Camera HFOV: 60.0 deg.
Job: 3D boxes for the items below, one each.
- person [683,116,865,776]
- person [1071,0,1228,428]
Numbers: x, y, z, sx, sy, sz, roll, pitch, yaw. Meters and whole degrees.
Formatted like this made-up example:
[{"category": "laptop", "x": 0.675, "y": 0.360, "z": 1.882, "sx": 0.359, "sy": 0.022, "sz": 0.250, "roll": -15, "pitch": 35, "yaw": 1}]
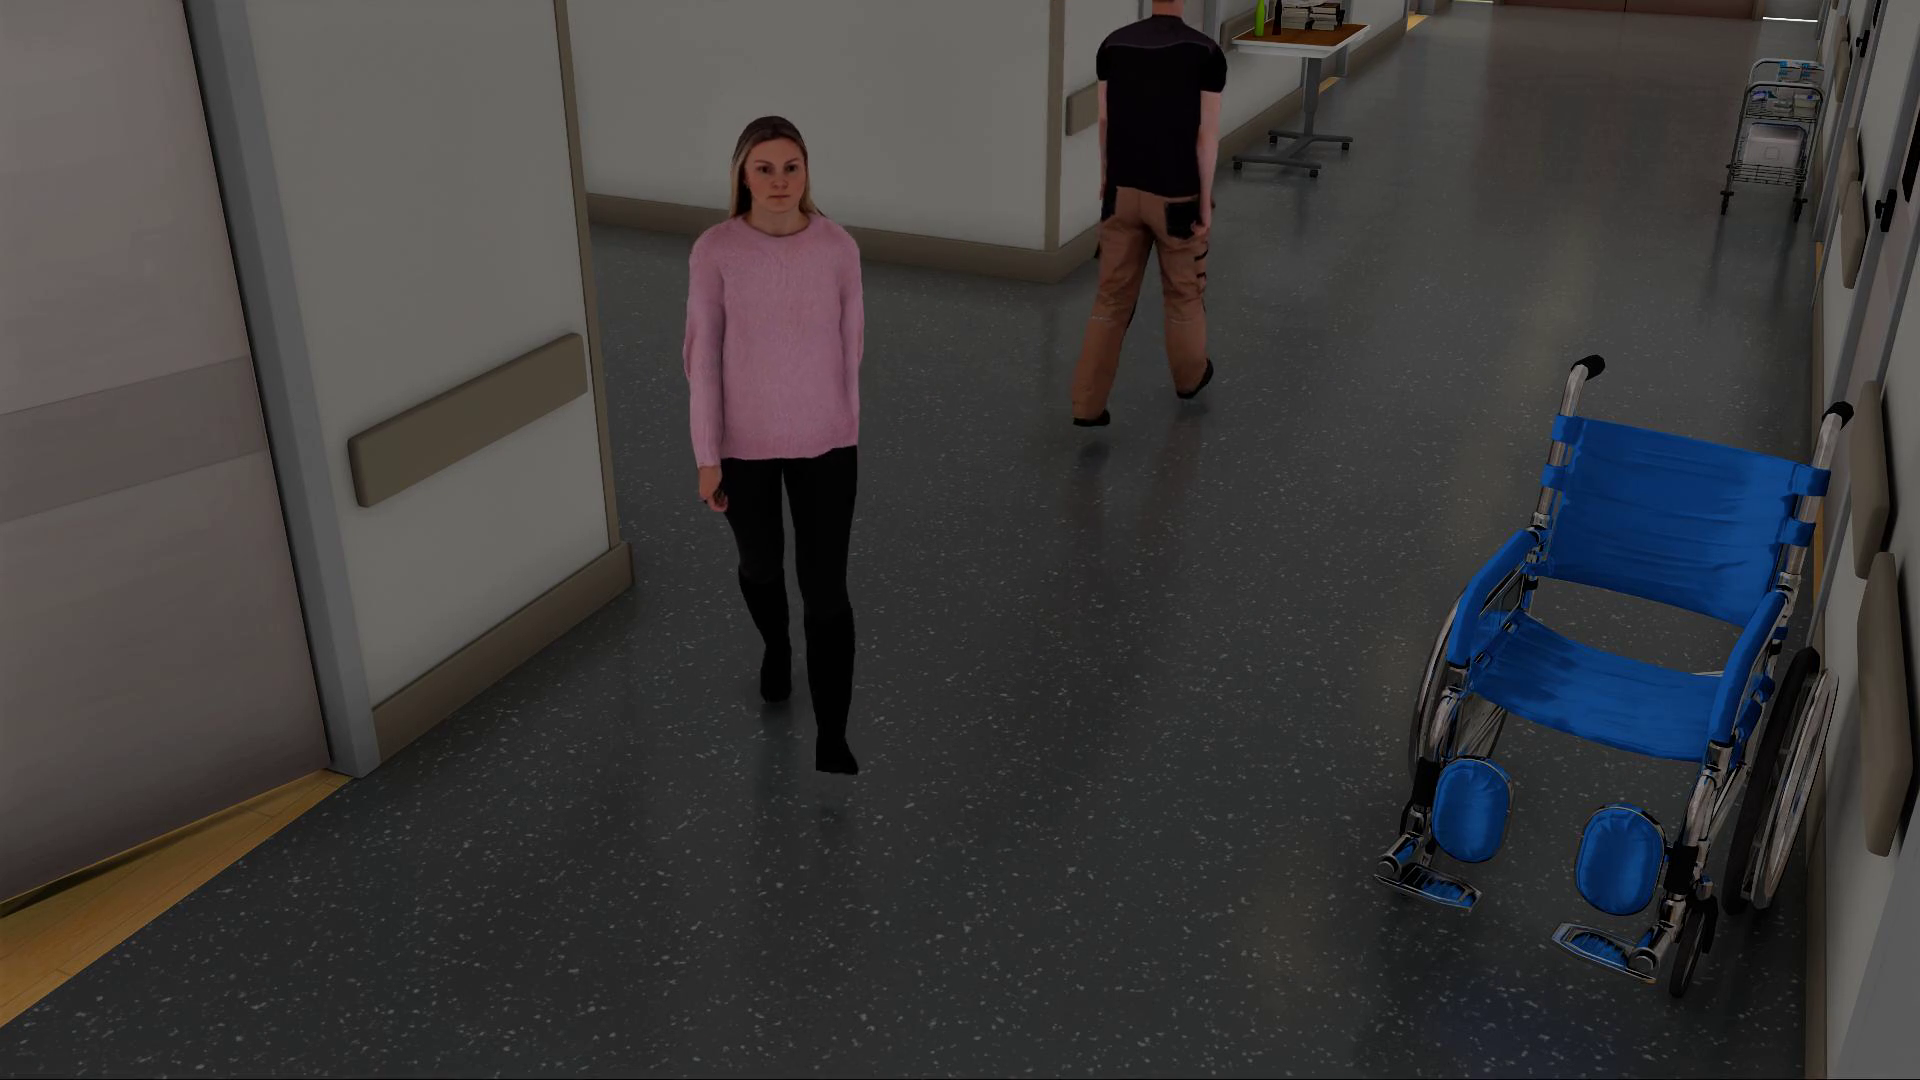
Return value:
[{"category": "person", "x": -0.482, "y": -0.259, "z": 4.346, "sx": 0.986, "sy": 1.643, "sz": 1.162, "roll": -4, "pitch": 26, "yaw": -8}, {"category": "person", "x": 0.682, "y": -1.263, "z": 6.248, "sx": 0.723, "sy": 1.799, "sz": 1.200, "roll": 13, "pitch": 29, "yaw": 25}]
